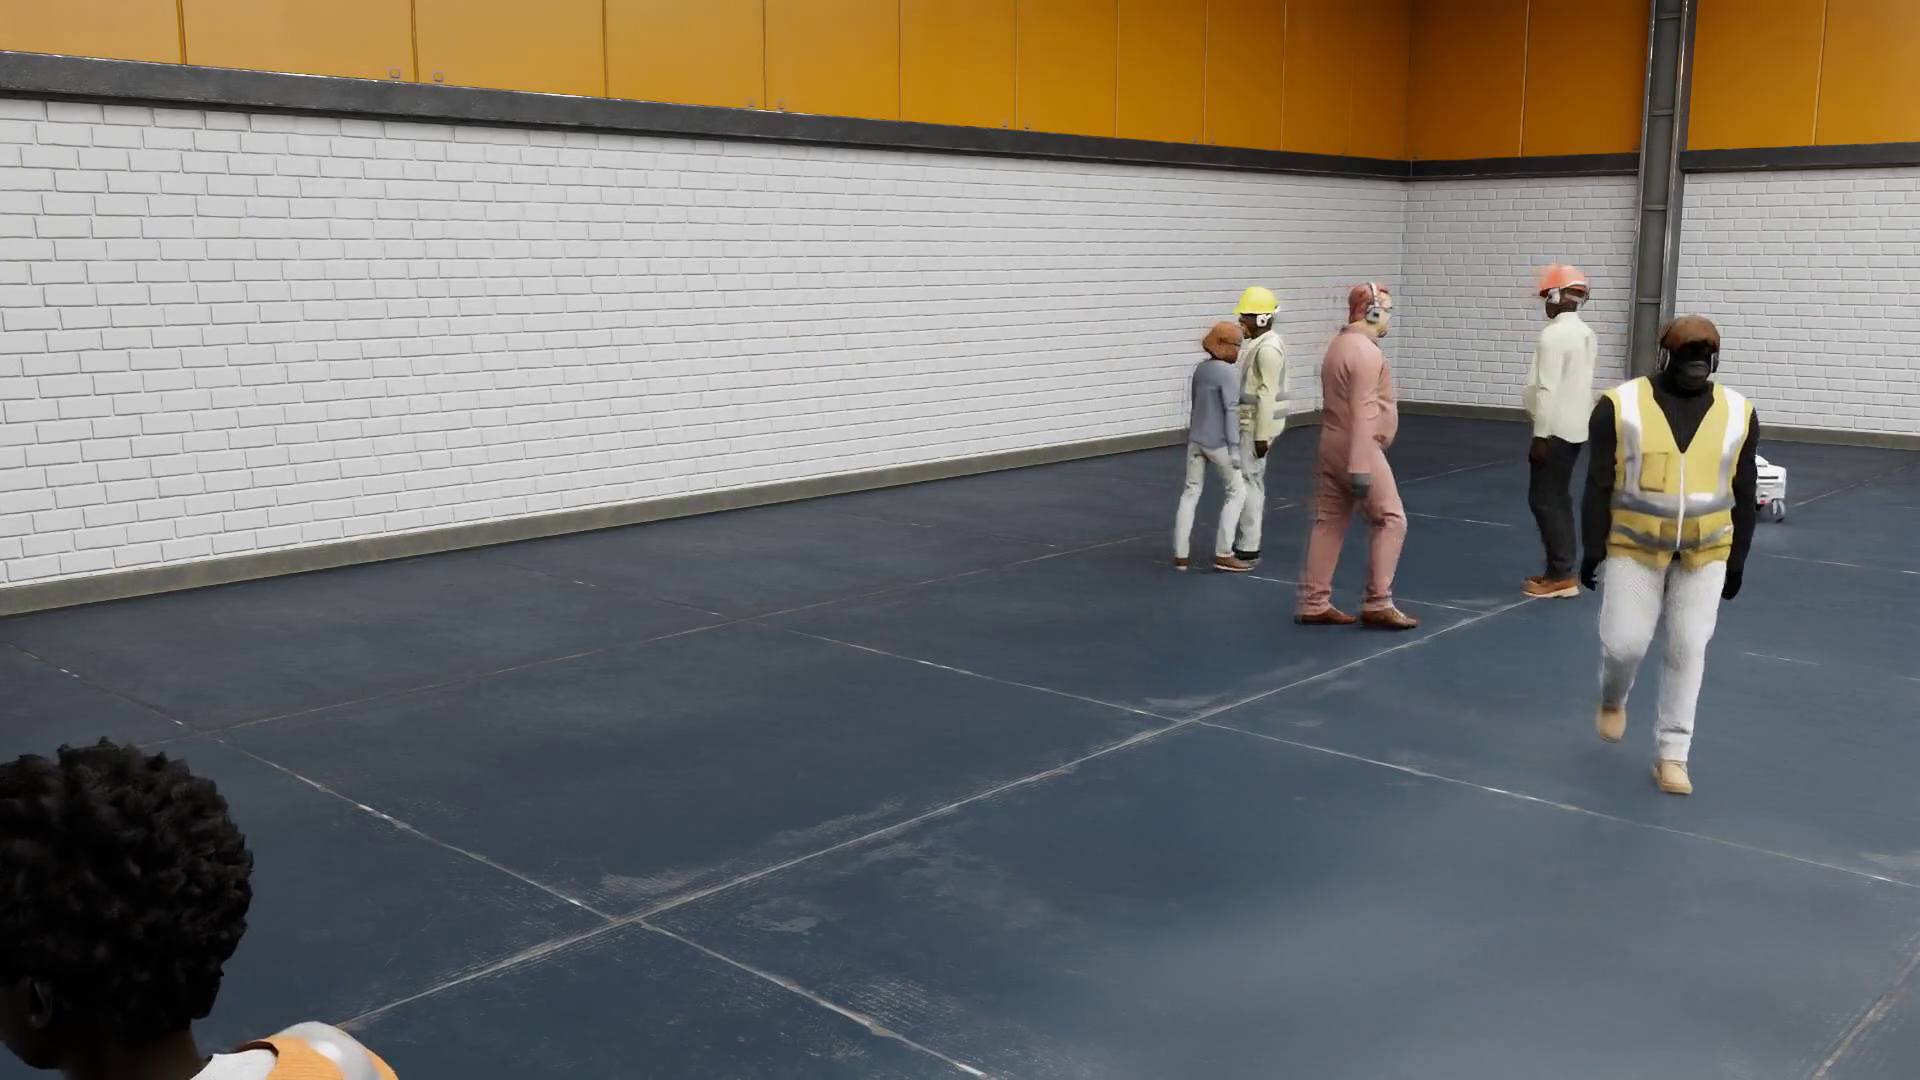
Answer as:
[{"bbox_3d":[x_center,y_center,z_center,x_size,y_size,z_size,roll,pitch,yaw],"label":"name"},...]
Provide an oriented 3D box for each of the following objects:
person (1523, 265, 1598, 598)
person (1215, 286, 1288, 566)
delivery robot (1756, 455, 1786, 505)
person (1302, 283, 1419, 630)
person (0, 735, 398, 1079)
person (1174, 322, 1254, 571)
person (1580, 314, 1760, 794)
[{"bbox_3d":[3.571,-0.630,9.932,0.374,1.969,0.656,8,13,39],"label":"person"},{"bbox_3d":[1.928,-0.750,10.975,0.442,1.827,0.614,1,10,7],"label":"person"},{"bbox_3d":[6.065,-0.496,12.852,0.477,0.478,0.707,-1,10,-1],"label":"delivery robot"},{"bbox_3d":[2.230,-0.445,9.049,0.750,1.880,0.670,-1,10,-4],"label":"person"},{"bbox_3d":[-0.641,0.995,1.421,0.321,1.691,0.530,3,10,15],"label":"person"},{"bbox_3d":[1.645,-0.585,10.645,0.488,1.597,0.584,-4,11,-23],"label":"person"},{"bbox_3d":[2.741,0.037,6.470,0.644,1.828,0.573,2,10,11],"label":"person"}]
